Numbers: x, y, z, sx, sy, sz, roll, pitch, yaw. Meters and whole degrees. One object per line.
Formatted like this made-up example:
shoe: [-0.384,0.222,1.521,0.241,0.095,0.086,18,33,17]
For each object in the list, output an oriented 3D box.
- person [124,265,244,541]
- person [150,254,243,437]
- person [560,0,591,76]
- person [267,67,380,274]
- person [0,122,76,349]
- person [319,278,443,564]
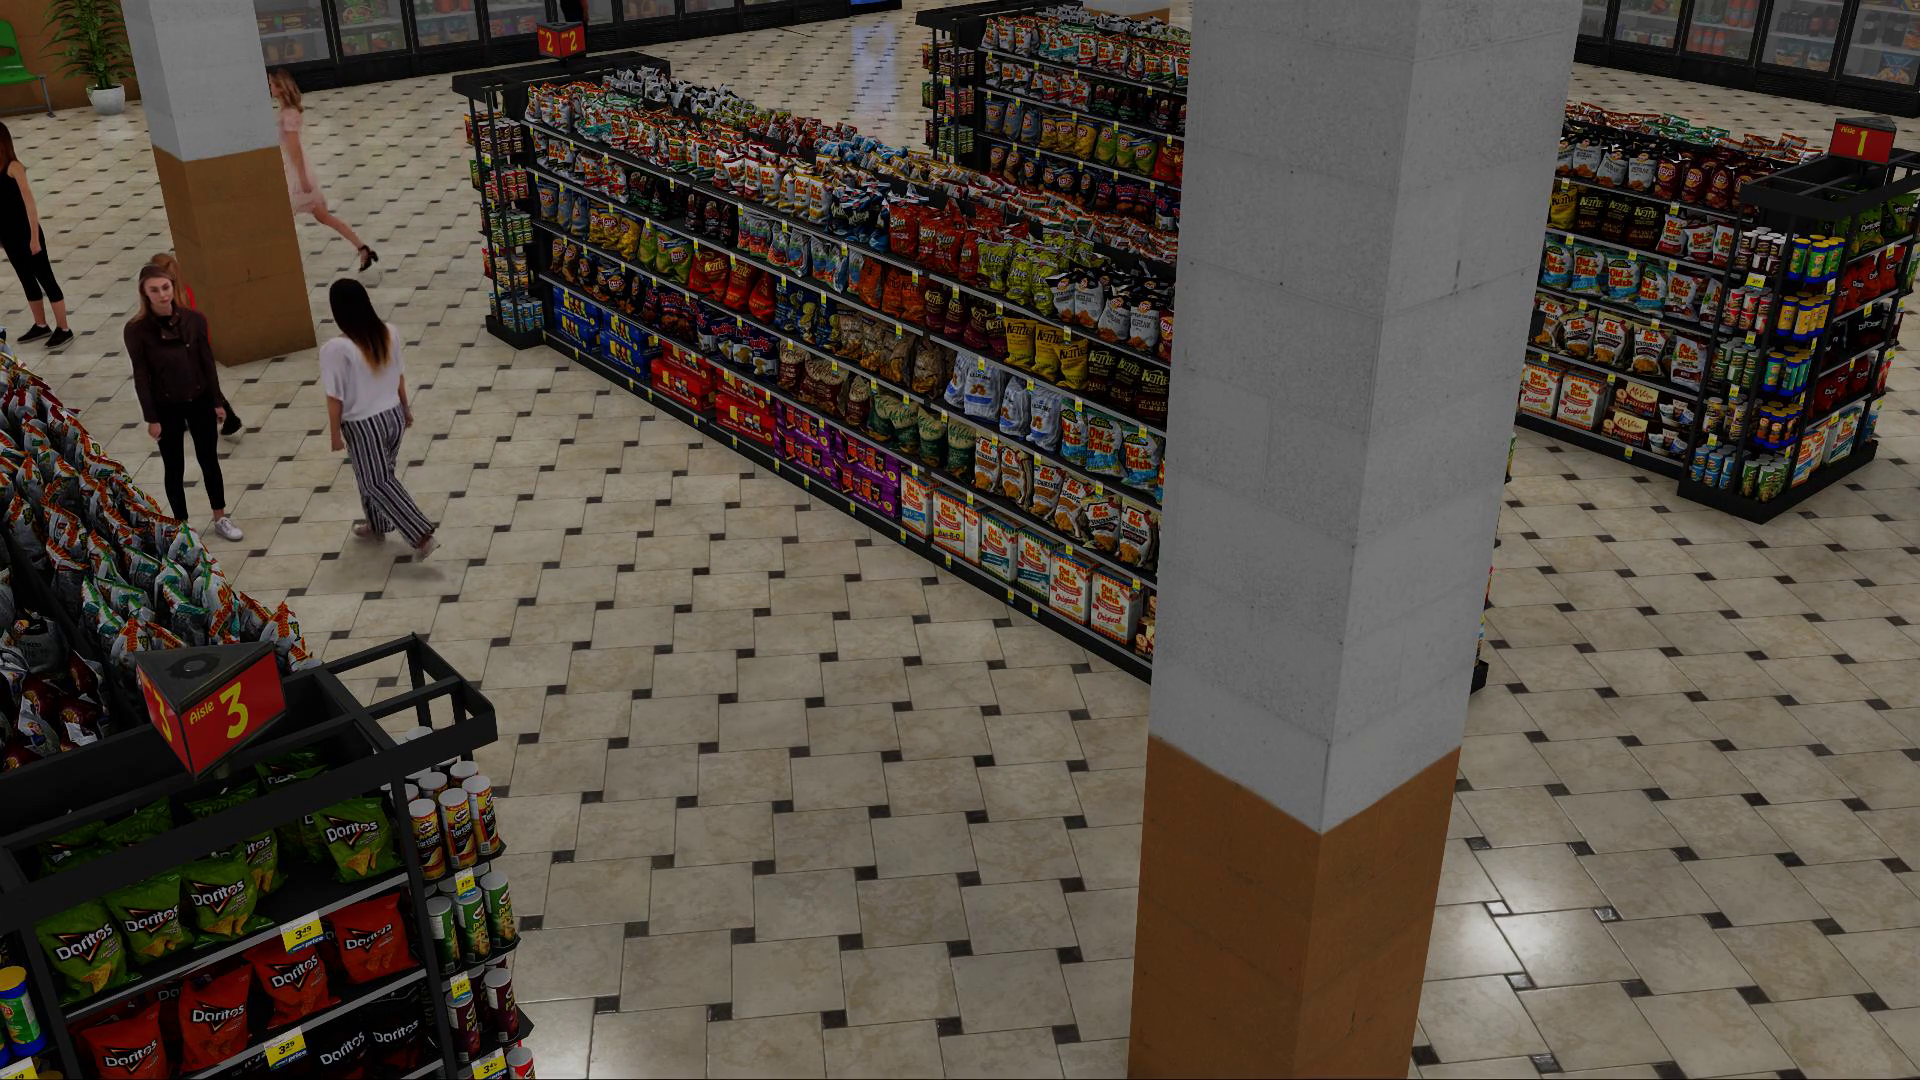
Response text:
person: [-4.475,-0.766,9.568,0.593,1.703,0.489,-21,34,-35]
person: [-5.107,-1.259,11.030,0.972,1.260,0.713,15,30,26]
person: [-4.957,-6.827,21.392,0.717,1.819,0.484,-22,34,-36]
person: [-5.405,-3.020,13.915,1.026,1.793,1.118,-4,27,-8]
person: [-7.111,-2.323,12.615,0.587,1.725,0.708,12,29,22]
person: [-3.266,-0.638,9.371,1.173,1.653,0.925,14,30,25]
